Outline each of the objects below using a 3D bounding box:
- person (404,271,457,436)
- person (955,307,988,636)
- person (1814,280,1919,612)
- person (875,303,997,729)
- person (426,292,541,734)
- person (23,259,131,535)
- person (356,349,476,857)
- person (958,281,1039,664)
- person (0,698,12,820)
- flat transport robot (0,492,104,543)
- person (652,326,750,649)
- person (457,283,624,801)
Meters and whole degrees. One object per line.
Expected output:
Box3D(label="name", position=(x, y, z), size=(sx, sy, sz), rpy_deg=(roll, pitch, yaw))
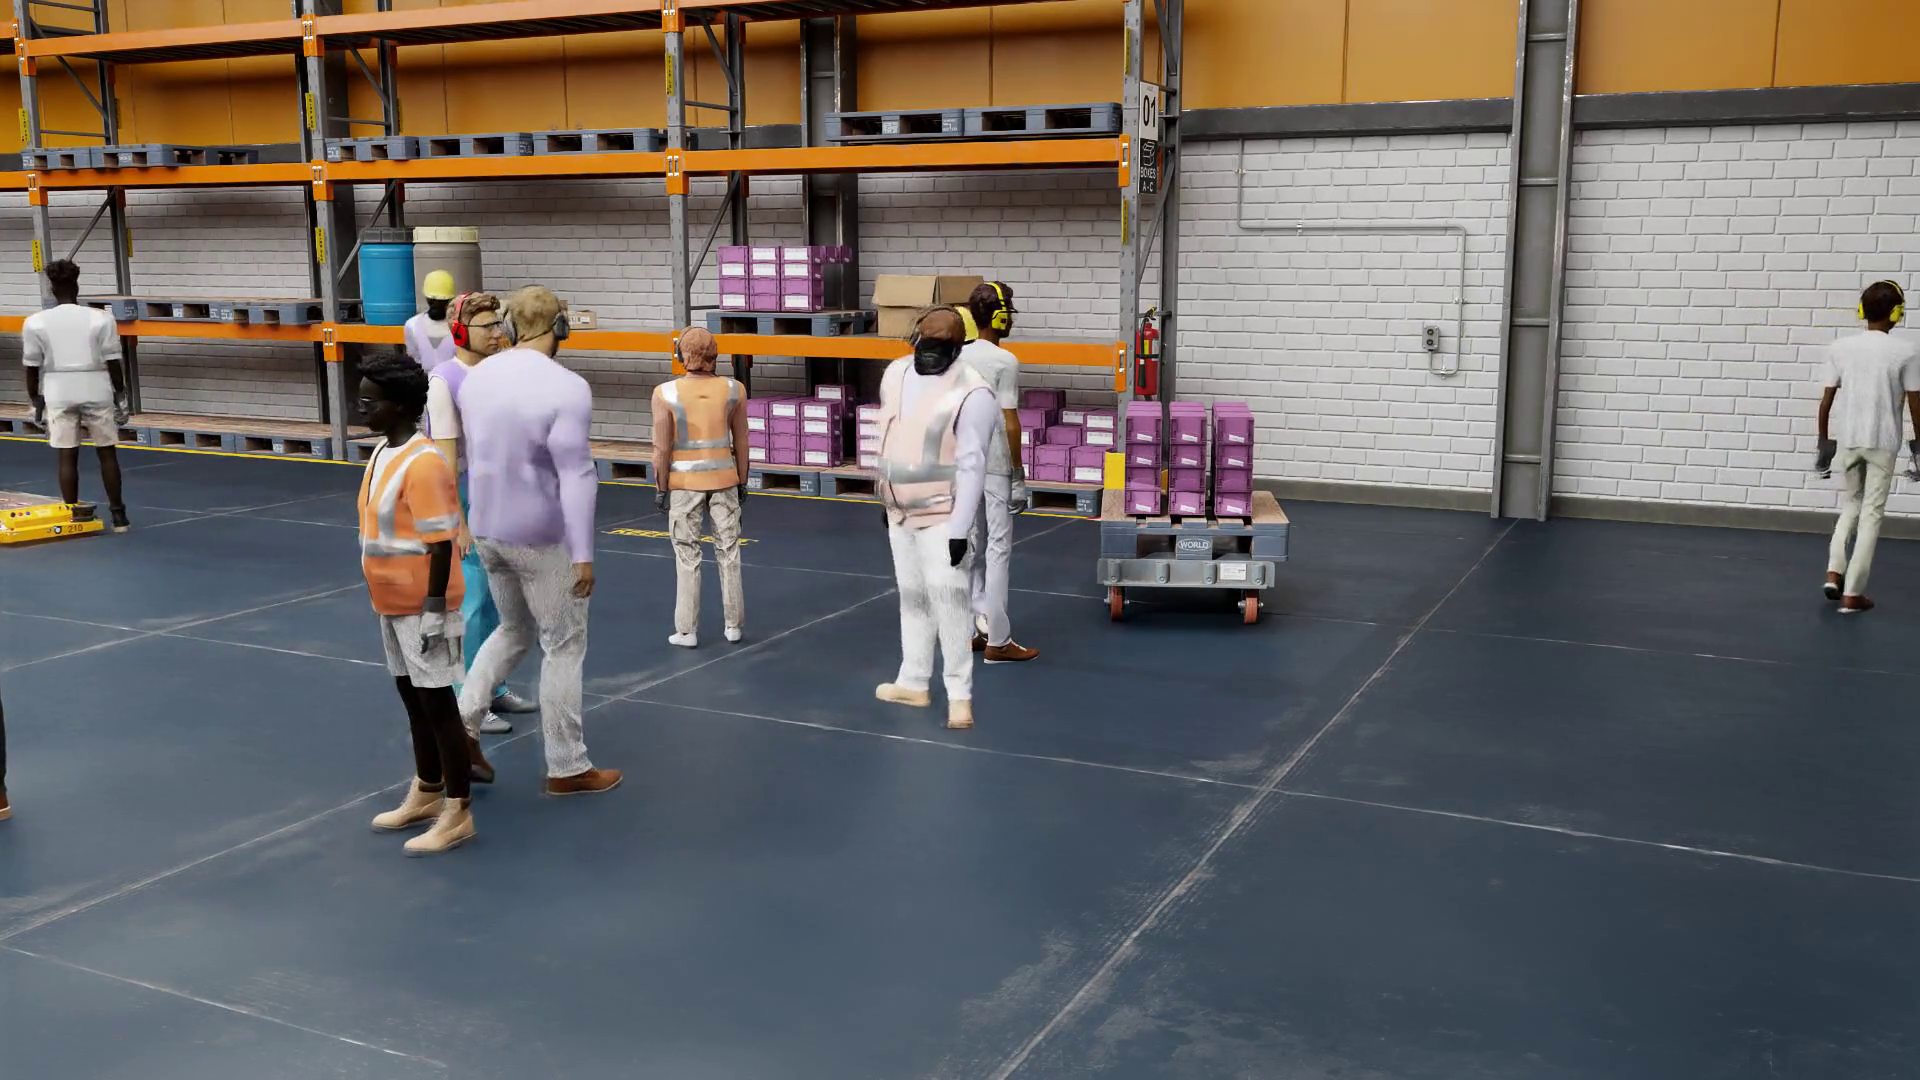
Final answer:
Box3D(label="person", position=(-3.851, -1.067, 12.444), size=(0.629, 1.870, 1.018), rpy_deg=(0, 10, 1))
Box3D(label="person", position=(0.043, -0.361, 8.769), size=(0.618, 1.713, 0.767), rpy_deg=(-8, 13, -39))
Box3D(label="person", position=(5.102, -0.510, 9.278), size=(0.415, 1.851, 0.521), rpy_deg=(-7, 12, -35))
Box3D(label="person", position=(-0.169, -0.108, 7.137), size=(0.433, 1.811, 0.755), rpy_deg=(-8, 13, -40))
Box3D(label="person", position=(-2.050, -0.119, 7.050), size=(0.389, 1.847, 0.567), rpy_deg=(1, 10, 8))
Box3D(label="person", position=(-6.246, -1.003, 11.795), size=(0.634, 1.956, 0.409), rpy_deg=(-4, 11, -21))
Box3D(label="person", position=(-1.843, 0.209, 5.596), size=(0.317, 1.695, 0.540), rpy_deg=(-7, 12, -36))
Box3D(label="person", position=(0.149, -0.328, 8.181), size=(0.326, 1.872, 0.518), rpy_deg=(-9, 13, -41))
Box3D(label="person", position=(-3.522, 0.054, 5.630), size=(0.386, 1.992, 0.625), rpy_deg=(-1, 10, -6))
Box3D(label="flat transport robot", position=(-6.855, -0.182, 11.914), size=(1.431, 0.197, 0.652), rpy_deg=(6, 12, 33))
Box3D(label="person", position=(-1.307, -0.261, 8.454), size=(0.513, 1.641, 0.307), rpy_deg=(-5, 11, -26))
Box3D(label="person", position=(-1.620, 0.020, 6.122), size=(0.682, 1.907, 0.563), rpy_deg=(7, 12, 34))
